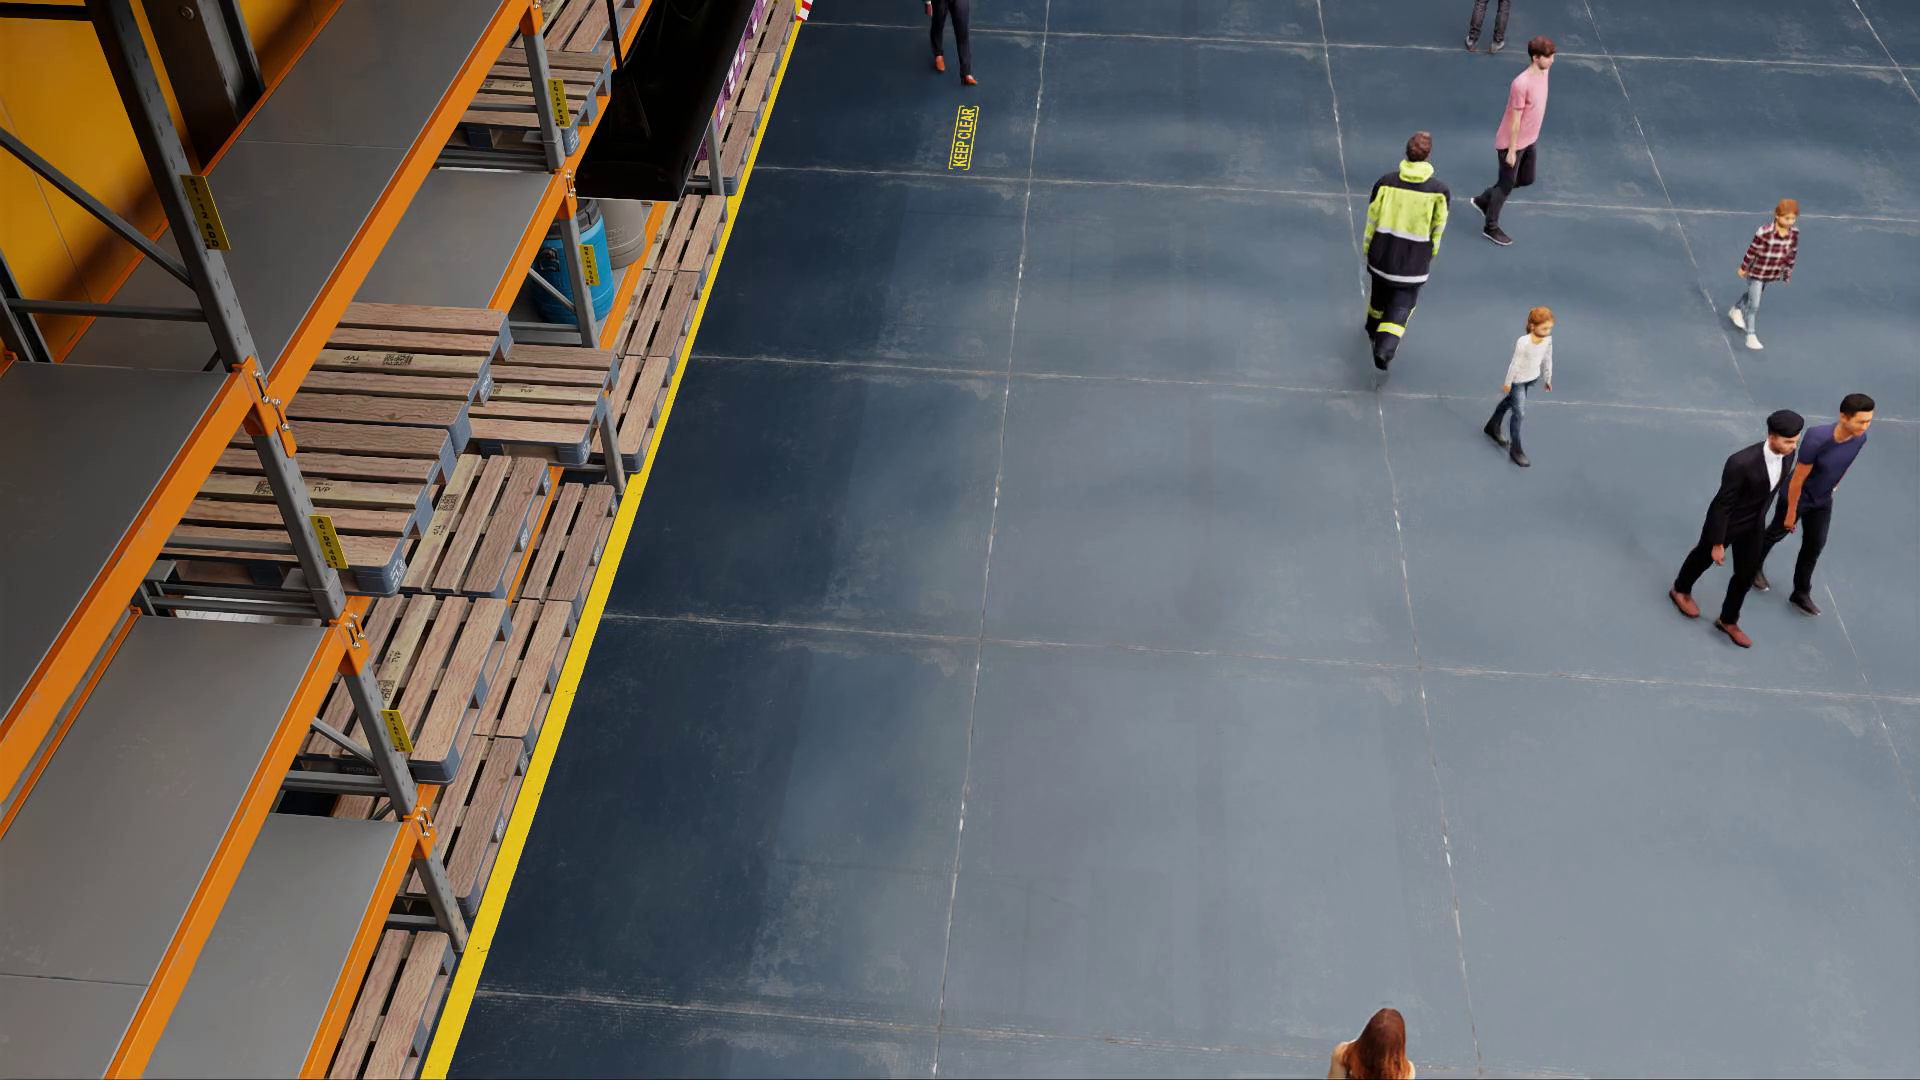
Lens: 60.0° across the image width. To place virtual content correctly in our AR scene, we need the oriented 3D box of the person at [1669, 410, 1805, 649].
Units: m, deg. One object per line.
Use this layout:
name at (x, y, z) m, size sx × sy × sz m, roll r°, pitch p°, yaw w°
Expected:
person at (5.111, -0.194, 11.105) m, size 0.905 × 1.854 × 1.036 m, roll -11°, pitch 45°, yaw -12°

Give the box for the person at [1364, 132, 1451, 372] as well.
person at (3.487, -2.259, 13.201) m, size 1.009 × 1.952 × 1.251 m, roll 18°, pitch 46°, yaw 18°

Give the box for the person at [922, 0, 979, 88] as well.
person at (-0.154, -5.519, 16.750) m, size 1.021 × 1.778 × 1.281 m, roll -12°, pitch 45°, yaw -13°

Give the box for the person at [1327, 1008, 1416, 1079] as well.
person at (1.940, 2.782, 8.084) m, size 0.599 × 1.712 × 0.589 m, roll 12°, pitch 45°, yaw 12°

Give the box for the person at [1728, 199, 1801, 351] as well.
person at (6.600, -2.256, 13.692) m, size 0.641 × 1.272 × 0.904 m, roll -4°, pitch 44°, yaw -4°

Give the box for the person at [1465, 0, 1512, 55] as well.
person at (5.571, -5.943, 17.129) m, size 0.677 × 1.869 × 0.614 m, roll 12°, pitch 45°, yaw 12°

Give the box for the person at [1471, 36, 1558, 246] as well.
person at (4.794, -3.519, 14.531) m, size 0.897 × 1.944 × 0.841 m, roll 32°, pitch 52°, yaw 29°

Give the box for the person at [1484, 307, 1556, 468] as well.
person at (4.226, -1.251, 12.617) m, size 0.724 × 1.299 × 0.846 m, roll -22°, pitch 48°, yaw -21°

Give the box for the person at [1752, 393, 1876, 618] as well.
person at (5.713, -0.346, 11.325) m, size 0.805 × 1.771 × 0.939 m, roll -8°, pitch 44°, yaw -8°
